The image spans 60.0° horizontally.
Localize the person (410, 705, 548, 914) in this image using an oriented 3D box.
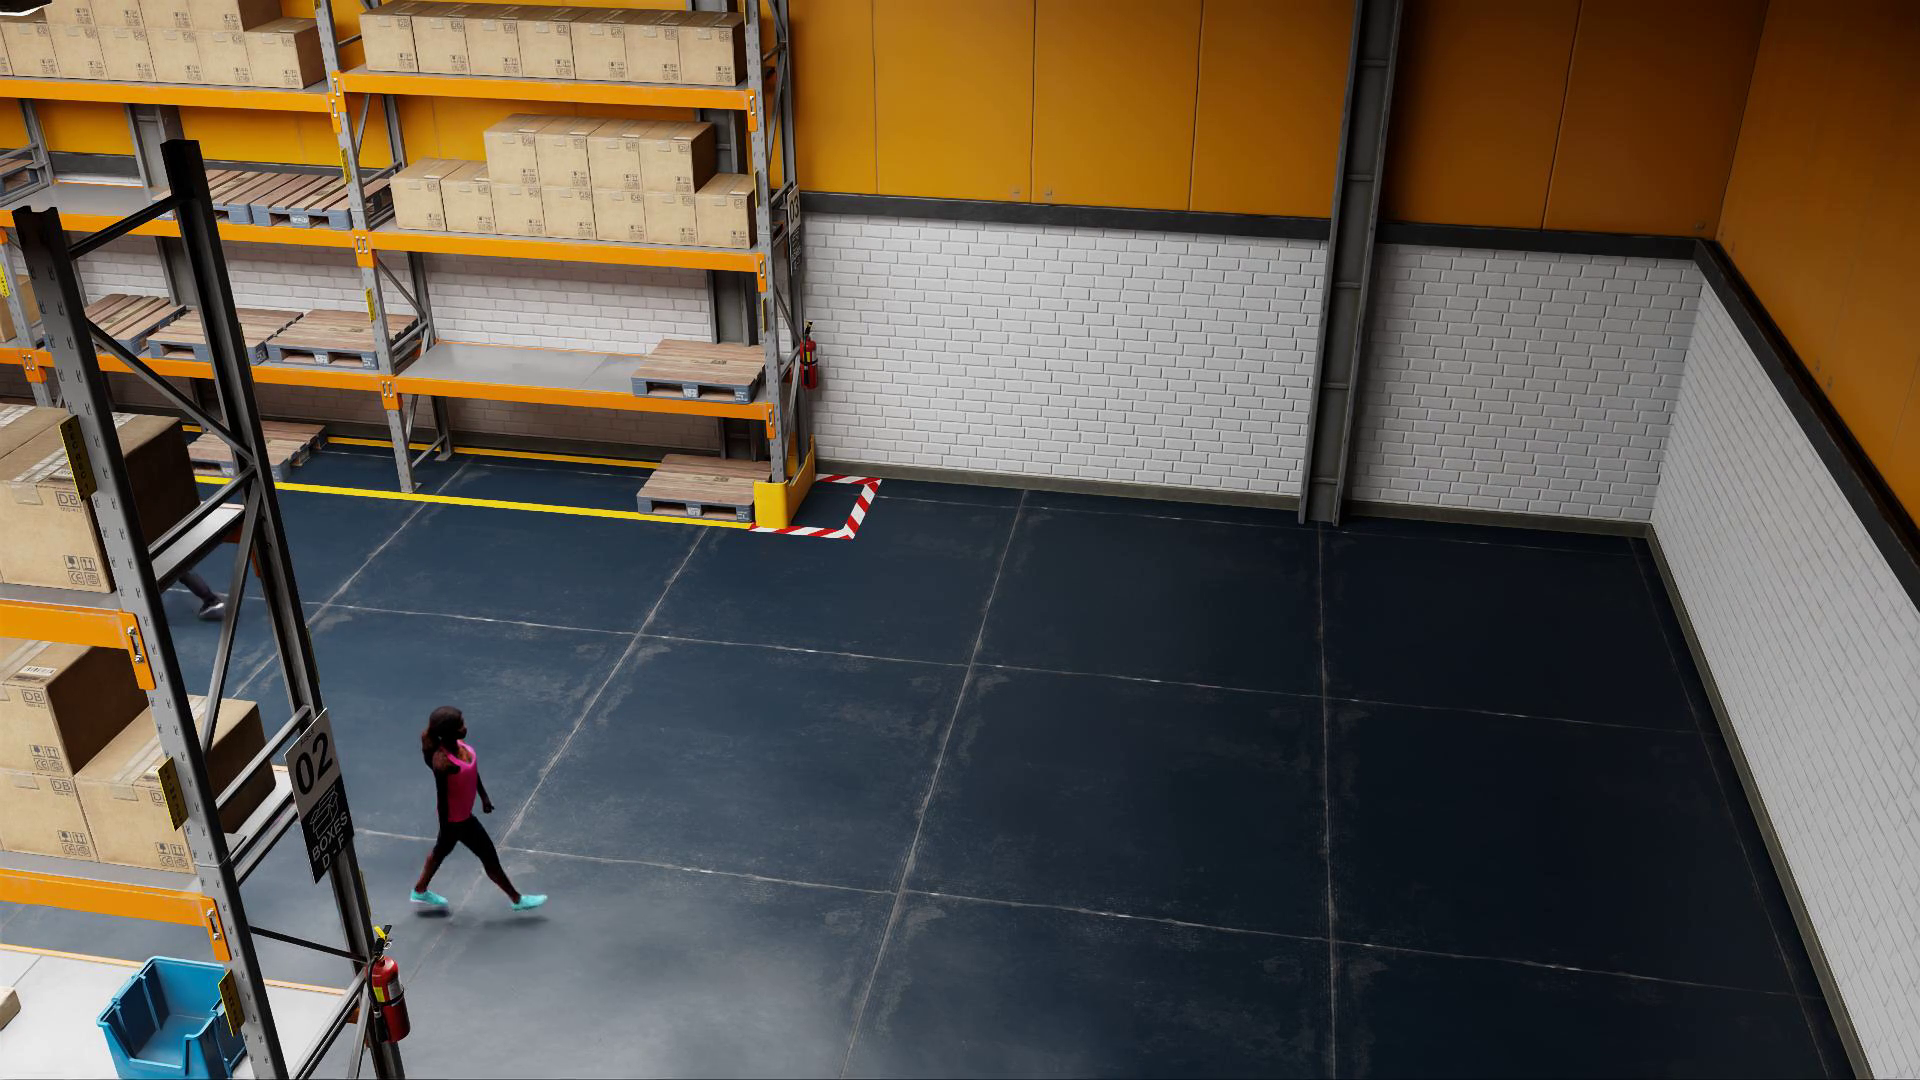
[{"bbox_3d":[-3.458,1.856,11.187,1.212,1.672,0.688,1,29,1],"label":"person"}]
